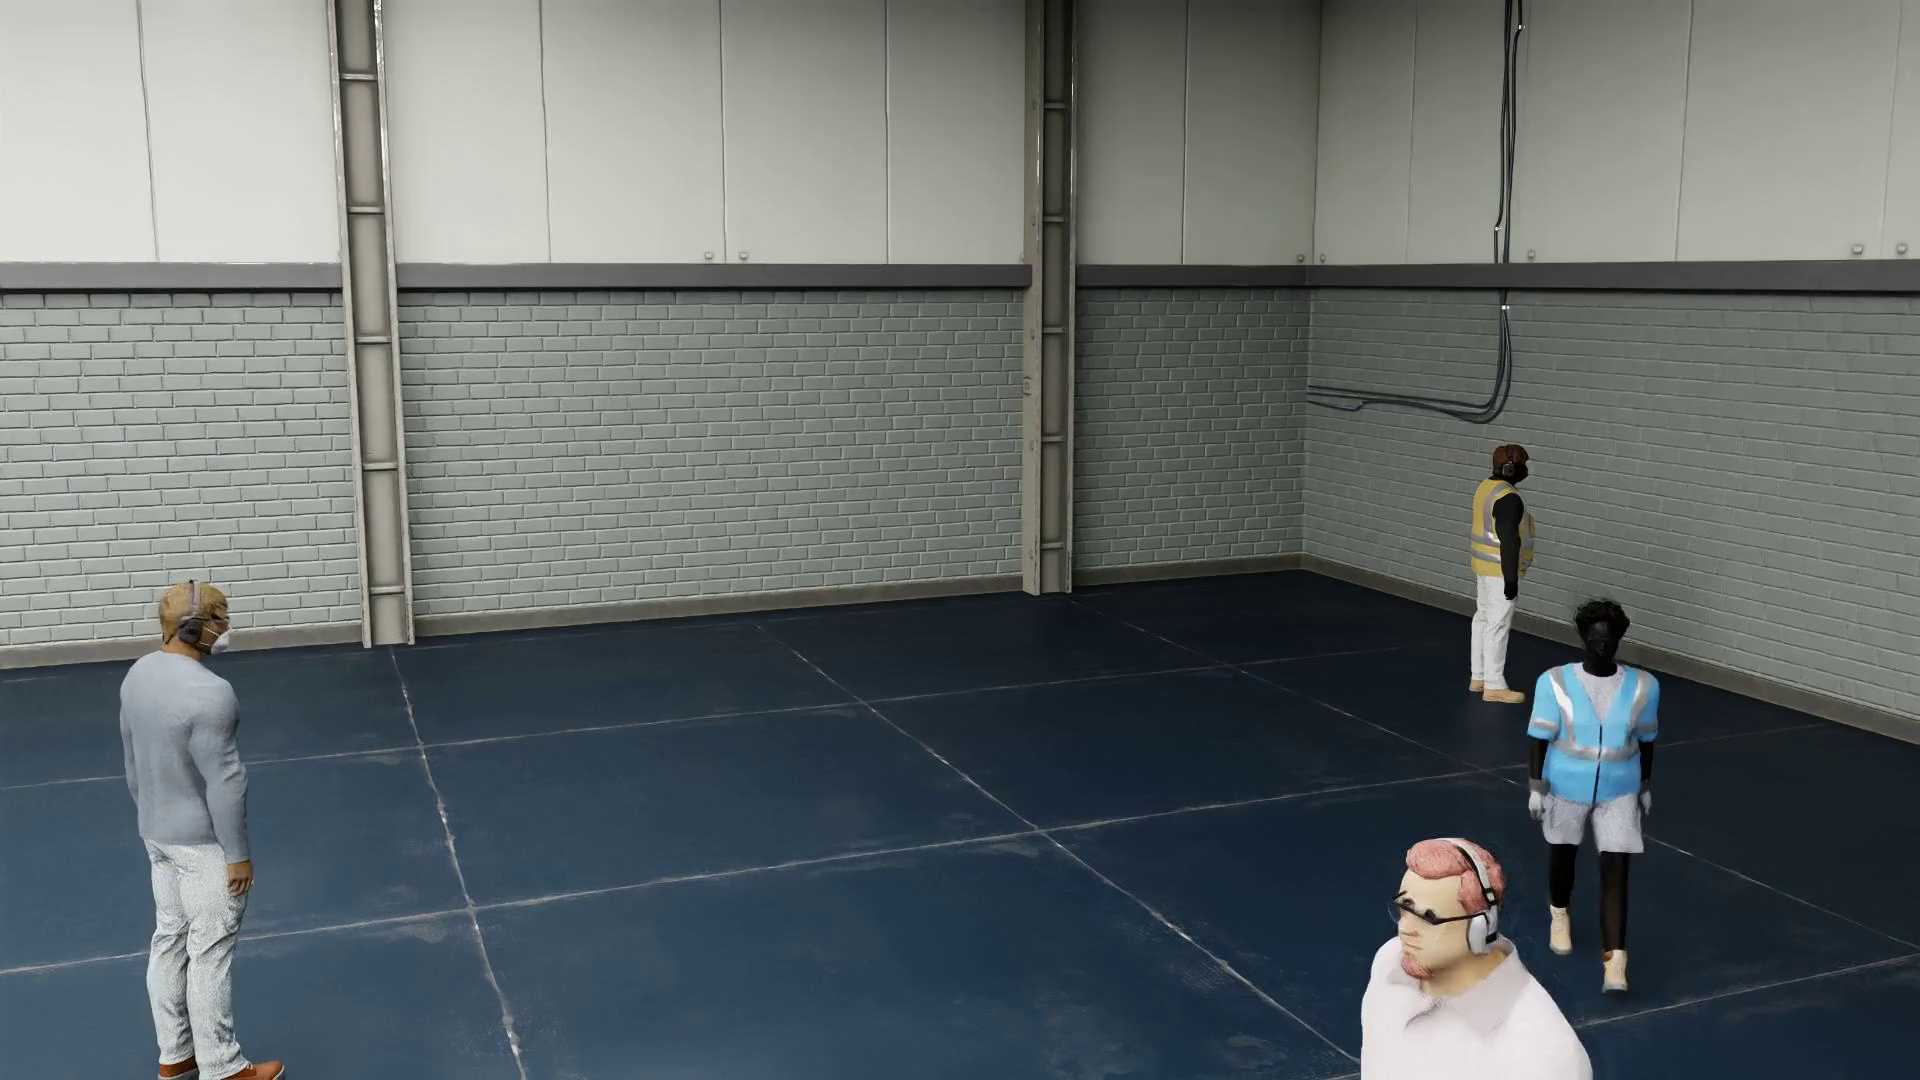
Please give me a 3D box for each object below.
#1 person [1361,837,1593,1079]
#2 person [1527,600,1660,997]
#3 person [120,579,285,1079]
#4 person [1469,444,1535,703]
[{"bbox_3d":[1.135,1.536,3.663,0.990,1.862,0.660,-4,10,-23],"label":"person"},{"bbox_3d":[2.709,1.075,7.143,0.545,1.647,0.874,2,9,13],"label":"person"},{"bbox_3d":[-2.819,1.102,6.132,0.635,1.932,0.351,7,11,36],"label":"person"},{"bbox_3d":[3.880,0.228,11.907,0.429,1.843,0.627,0,9,2],"label":"person"}]
